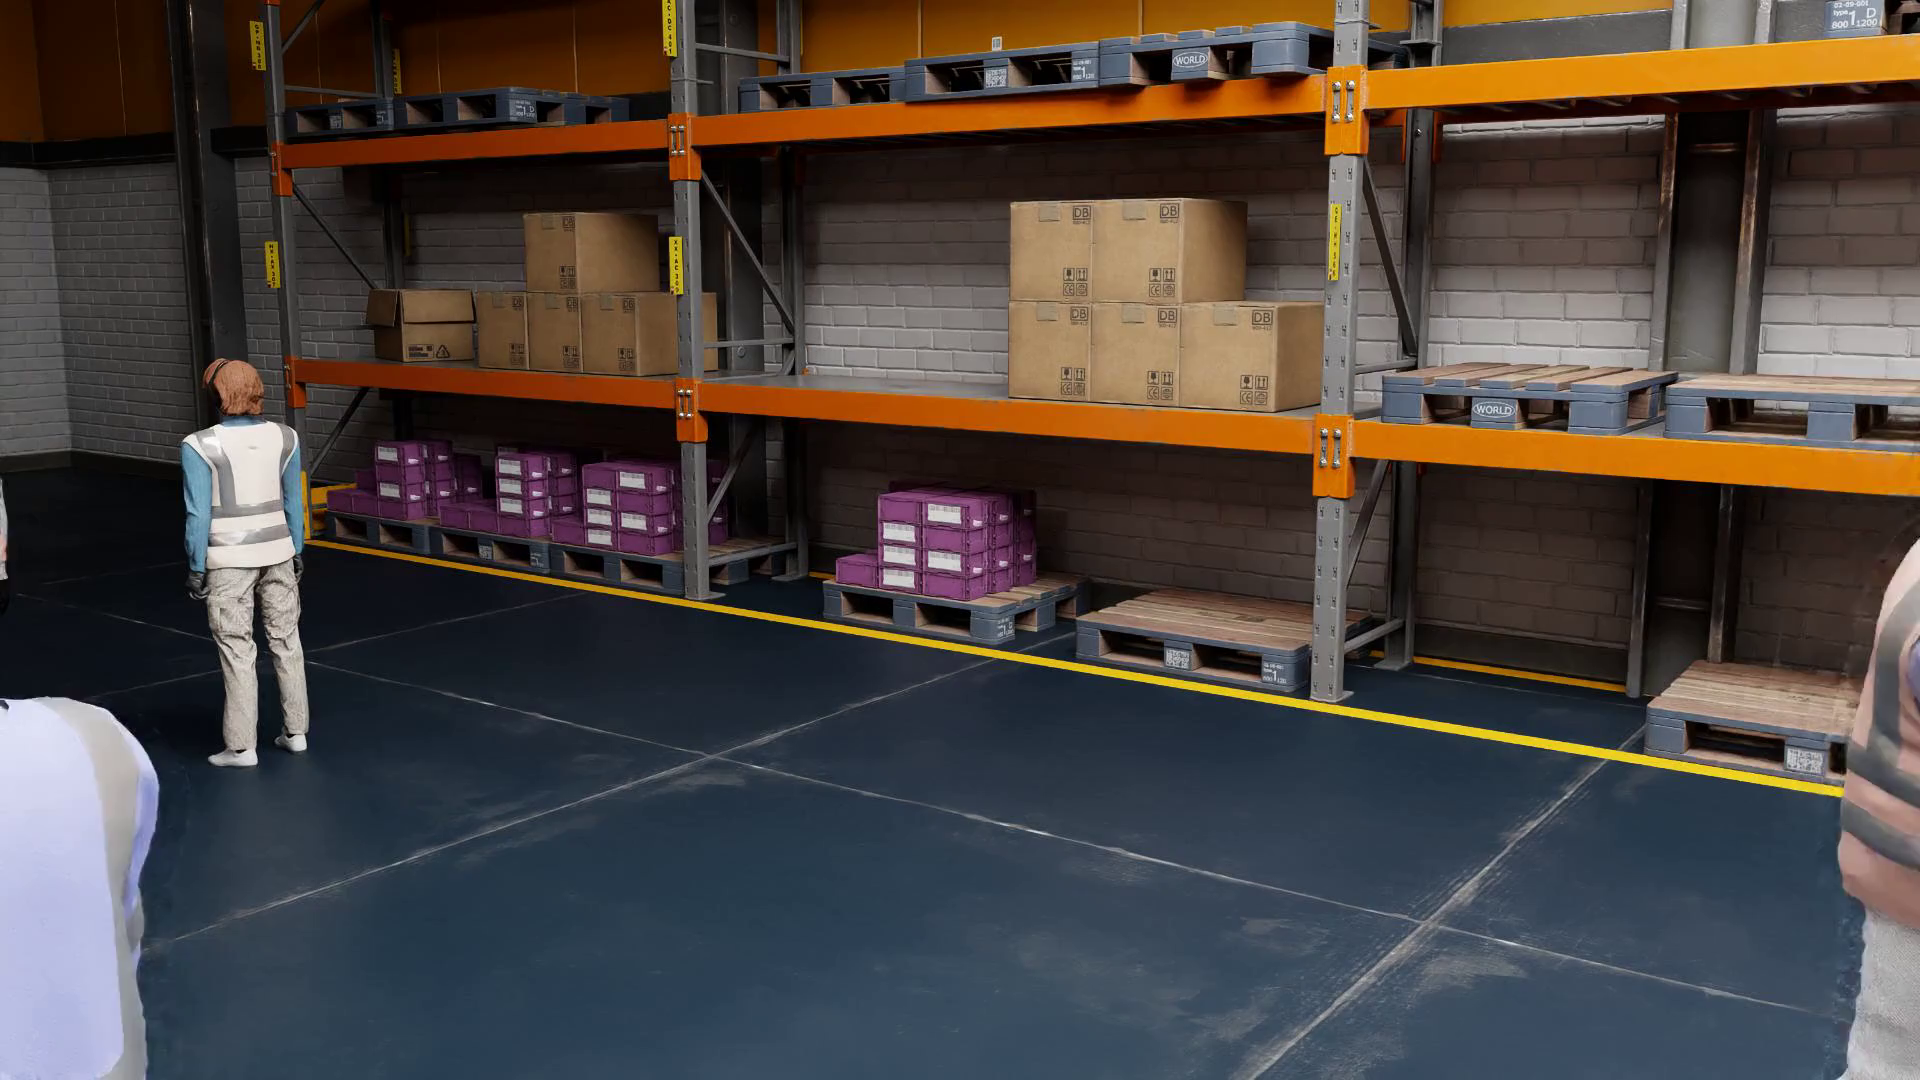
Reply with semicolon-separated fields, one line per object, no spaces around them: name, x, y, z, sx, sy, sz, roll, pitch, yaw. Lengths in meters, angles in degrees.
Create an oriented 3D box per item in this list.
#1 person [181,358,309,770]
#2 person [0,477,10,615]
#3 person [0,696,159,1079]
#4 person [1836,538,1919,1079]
person;-2.846;0.097;6.652;0.305;1.640;0.522;6;11;33
person;-3.769;0.111;5.972;0.627;1.843;0.429;-4;11;-25
person;-1.125;0.789;1.796;1.018;1.877;0.562;4;10;23
person;1.899;0.645;2.877;0.809;1.810;0.647;6;11;32
